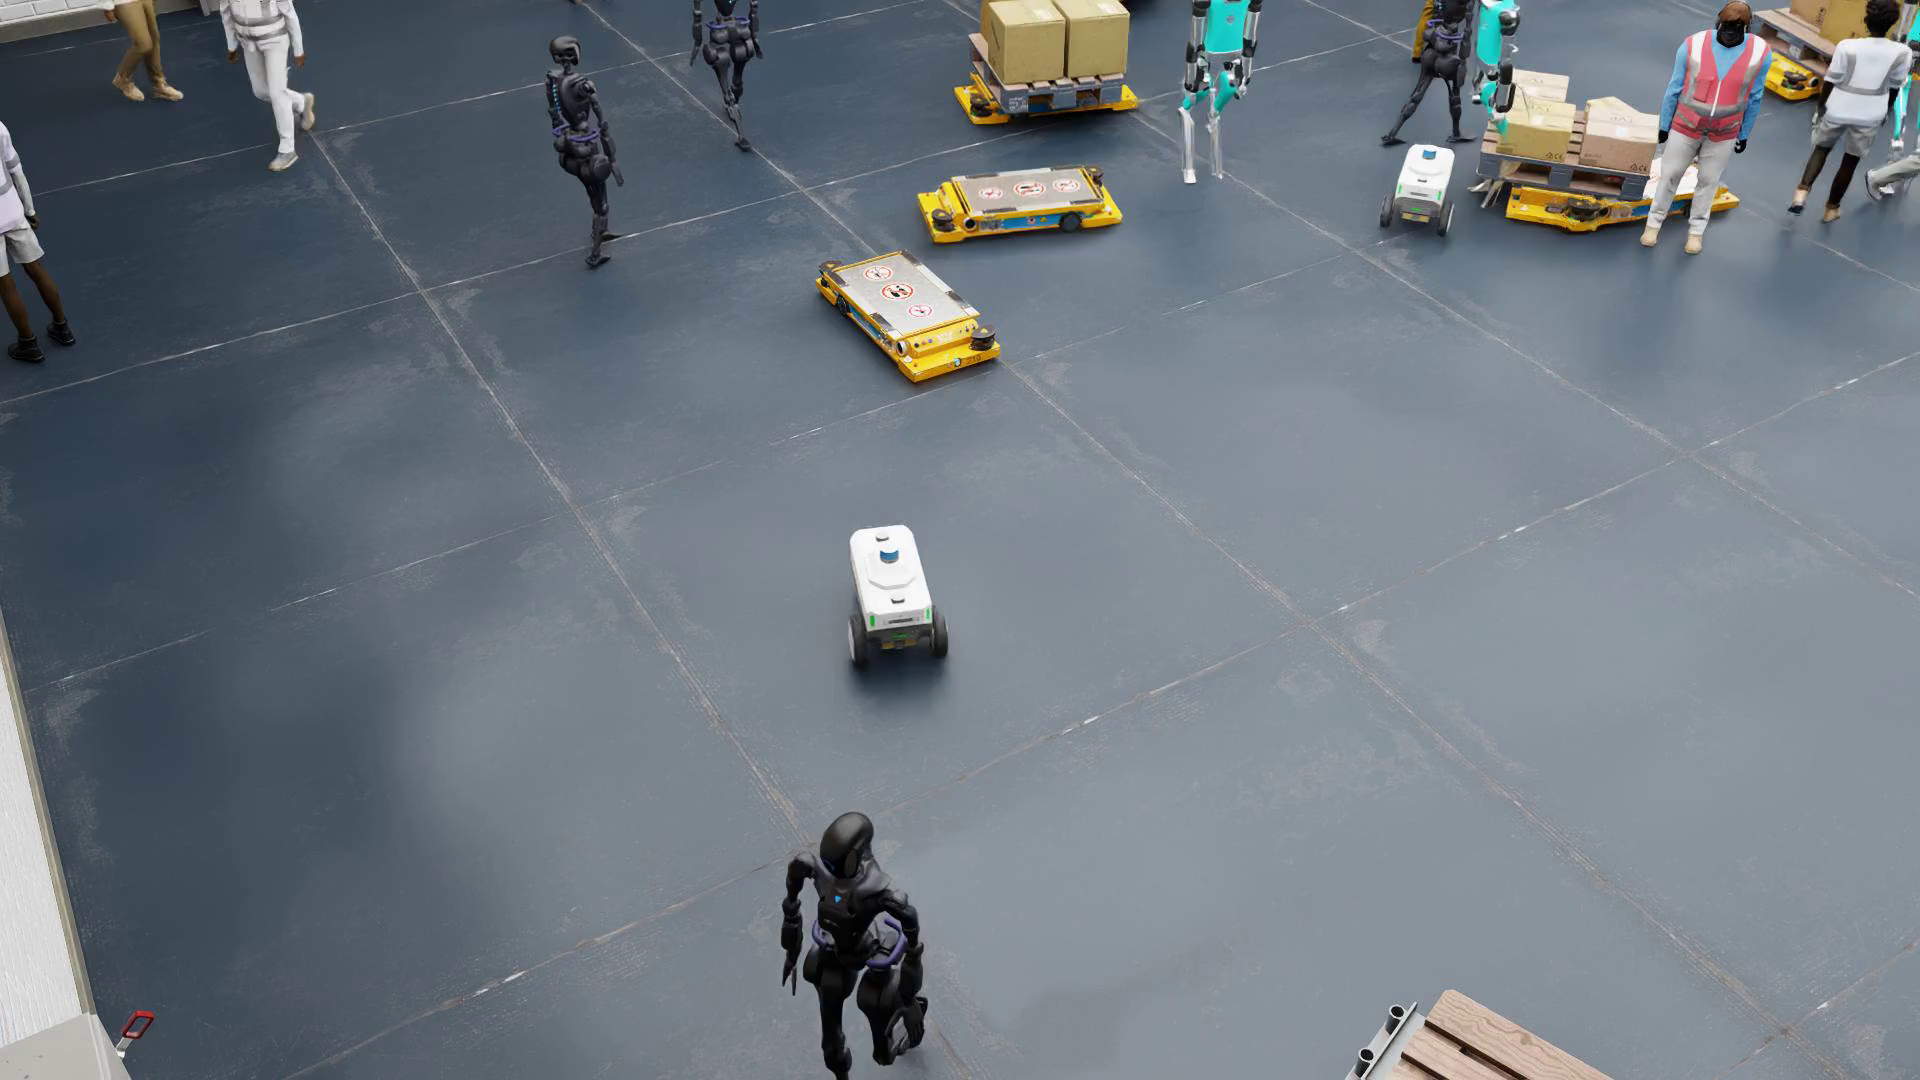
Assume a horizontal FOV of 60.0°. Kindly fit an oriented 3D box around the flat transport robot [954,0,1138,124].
[{"bbox_3d":[0.721,-3.790,14.074,1.431,0.231,0.659,-9,39,-11],"label":"flat transport robot"}]

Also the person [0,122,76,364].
[{"bbox_3d":[-6.121,-2.030,10.510,0.357,1.937,0.551,21,43,24],"label":"person"}]

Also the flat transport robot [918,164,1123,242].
[{"bbox_3d":[0.444,-2.525,12.478,1.431,0.231,0.659,-8,39,-10],"label":"flat transport robot"}]

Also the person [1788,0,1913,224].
[{"bbox_3d":[6.454,-3.064,12.020,0.516,1.685,0.443,20,42,23],"label":"person"}]

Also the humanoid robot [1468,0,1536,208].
[{"bbox_3d":[4.075,-3.283,12.288,0.742,1.822,0.531,-5,39,-6],"label":"humanoid robot"}]

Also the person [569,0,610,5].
[{"bbox_3d":[-3.577,-5.941,15.533,0.559,1.834,0.391,-13,40,-16],"label":"person"}]

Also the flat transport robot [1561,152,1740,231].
[{"bbox_3d":[5.119,-2.654,12.641,1.431,0.231,0.659,-10,39,-12],"label":"flat transport robot"}]

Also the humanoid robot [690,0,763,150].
[{"bbox_3d":[-1.868,-3.987,13.237,0.609,1.622,0.797,-20,42,-23],"label":"humanoid robot"}]

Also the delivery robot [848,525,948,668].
[{"bbox_3d":[-0.361,0.270,8.709,0.499,0.579,0.753,-7,39,-9],"label":"delivery robot"}]

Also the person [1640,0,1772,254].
[{"bbox_3d":[5.233,-2.895,11.692,0.628,1.835,0.431,13,40,16],"label":"person"}]

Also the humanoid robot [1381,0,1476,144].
[{"bbox_3d":[3.820,-3.891,13.120,0.795,1.632,0.599,-10,39,-12],"label":"humanoid robot"}]

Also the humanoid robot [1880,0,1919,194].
[{"bbox_3d":[7.128,-3.318,12.327,0.530,1.819,0.739,7,39,9],"label":"humanoid robot"}]

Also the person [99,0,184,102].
[{"bbox_3d":[-6.838,-4.434,13.684,0.422,1.750,0.548,6,39,8],"label":"person"}]

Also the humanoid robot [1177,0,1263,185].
[{"bbox_3d":[1.890,-3.531,12.584,0.530,1.799,0.699,-8,39,-10],"label":"humanoid robot"}]

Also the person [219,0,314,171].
[{"bbox_3d":[-5.354,-3.868,12.894,0.591,1.863,0.748,9,39,11],"label":"person"}]

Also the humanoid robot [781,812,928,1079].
[{"bbox_3d":[-0.361,1.541,6.224,0.608,1.631,0.598,16,41,19],"label":"humanoid robot"}]

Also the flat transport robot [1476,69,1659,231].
[{"bbox_3d":[4.629,-2.816,12.844,0.659,0.231,1.431,13,40,15],"label":"flat transport robot"}]

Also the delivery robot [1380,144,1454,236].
[{"bbox_3d":[3.447,-2.626,12.388,0.499,0.611,0.792,13,40,15],"label":"delivery robot"}]

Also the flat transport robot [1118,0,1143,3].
[{"bbox_3d":[1.291,-5.338,16.027,1.431,0.231,0.659,-17,42,-21],"label":"flat transport robot"}]

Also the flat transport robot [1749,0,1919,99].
[{"bbox_3d":[7.623,-4.128,14.501,1.431,0.231,0.659,-11,40,-14],"label":"flat transport robot"}]

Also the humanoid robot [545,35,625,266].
[{"bbox_3d":[-2.566,-2.739,11.615,0.611,1.638,0.529,26,45,29],"label":"humanoid robot"}]

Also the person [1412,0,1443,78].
[{"bbox_3d":[4.184,-4.857,14.232,0.342,1.749,0.528,-3,39,-4],"label":"person"}]

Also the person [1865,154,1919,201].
[{"bbox_3d":[7.178,-3.095,12.113,0.555,1.610,0.670,-26,45,-29],"label":"person"}]

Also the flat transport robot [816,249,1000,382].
[{"bbox_3d":[-0.373,-1.553,11.252,0.659,0.231,1.431,-20,43,-23],"label":"flat transport robot"}]
